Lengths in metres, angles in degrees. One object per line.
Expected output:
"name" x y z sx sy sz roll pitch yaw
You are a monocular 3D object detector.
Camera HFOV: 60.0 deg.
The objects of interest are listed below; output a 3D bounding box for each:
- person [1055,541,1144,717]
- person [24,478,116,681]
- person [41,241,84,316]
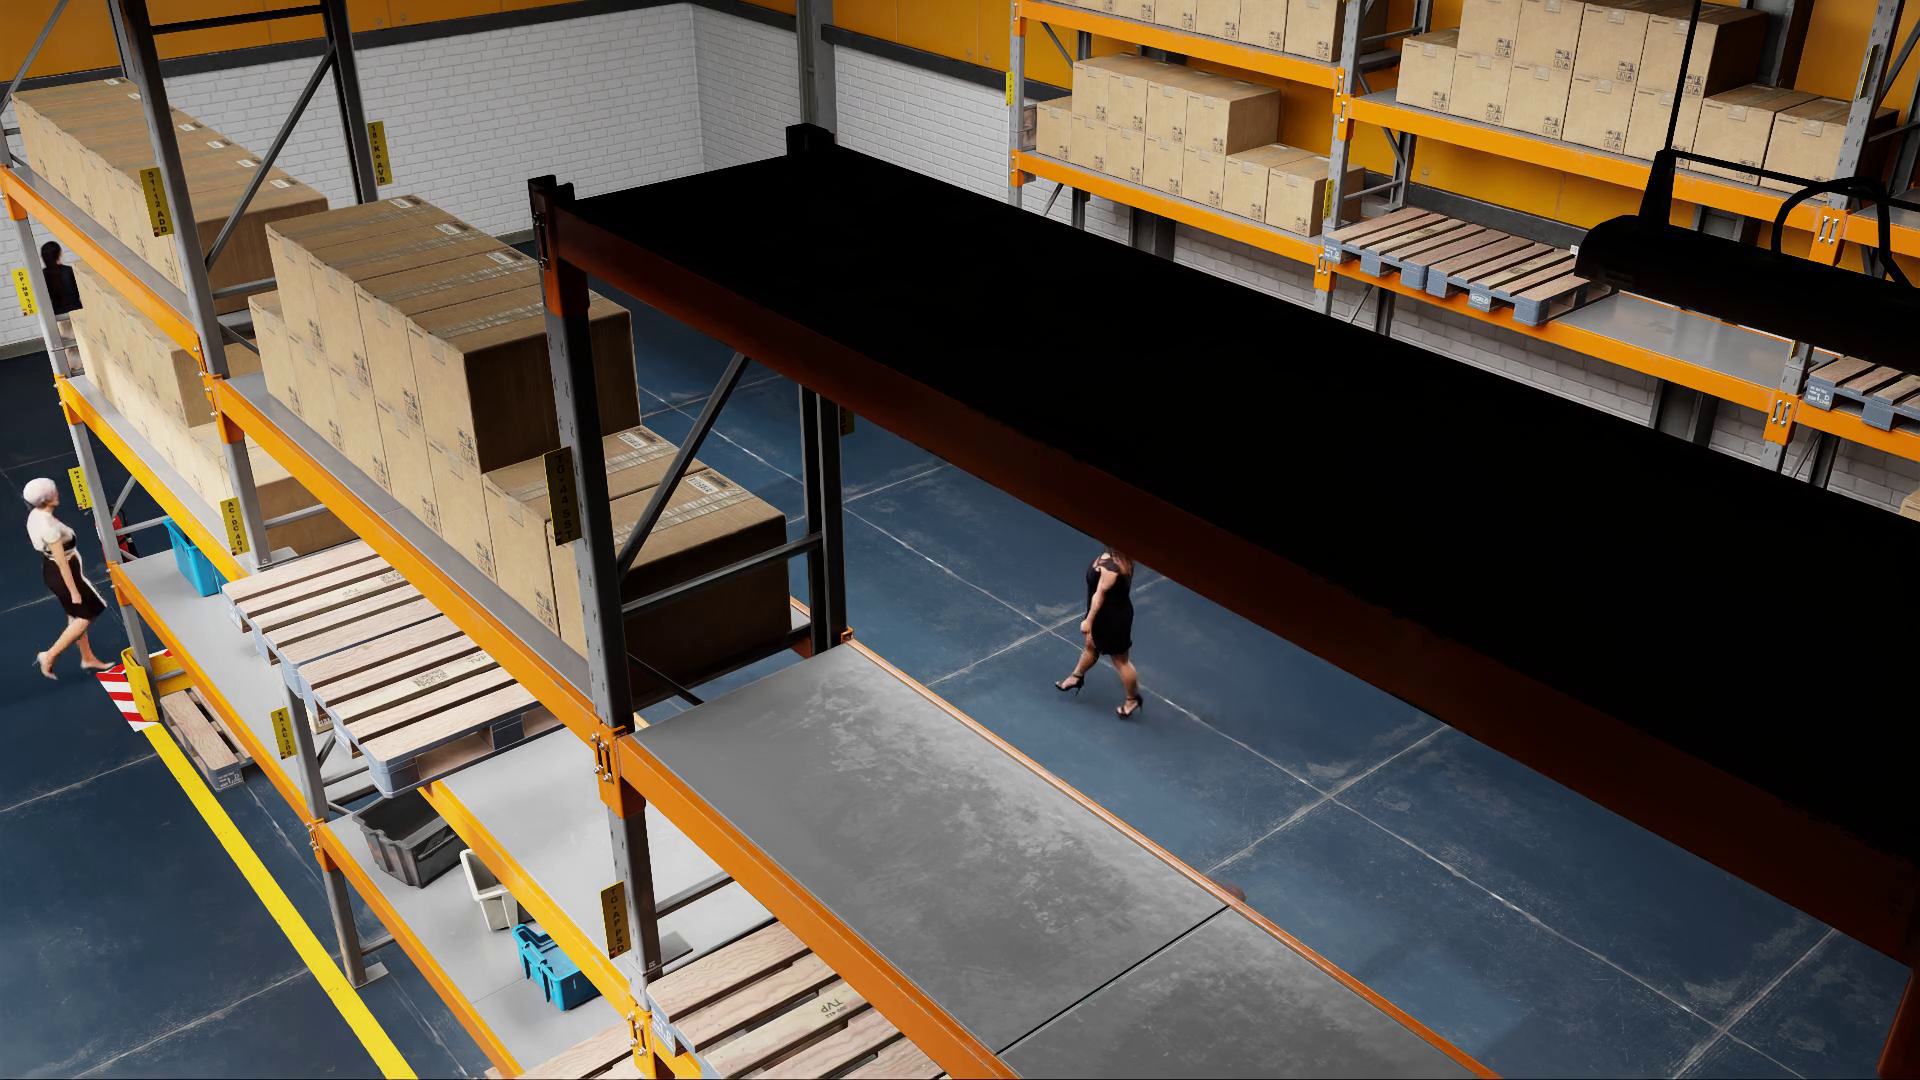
"person" 1.229 0.617 12.545 1.084 1.682 0.965 7 29 13
"person" -7.075 0.354 12.967 0.685 1.739 0.763 -22 35 -34
"person" -9.671 -2.422 18.087 0.646 1.711 0.629 -6 29 -12
